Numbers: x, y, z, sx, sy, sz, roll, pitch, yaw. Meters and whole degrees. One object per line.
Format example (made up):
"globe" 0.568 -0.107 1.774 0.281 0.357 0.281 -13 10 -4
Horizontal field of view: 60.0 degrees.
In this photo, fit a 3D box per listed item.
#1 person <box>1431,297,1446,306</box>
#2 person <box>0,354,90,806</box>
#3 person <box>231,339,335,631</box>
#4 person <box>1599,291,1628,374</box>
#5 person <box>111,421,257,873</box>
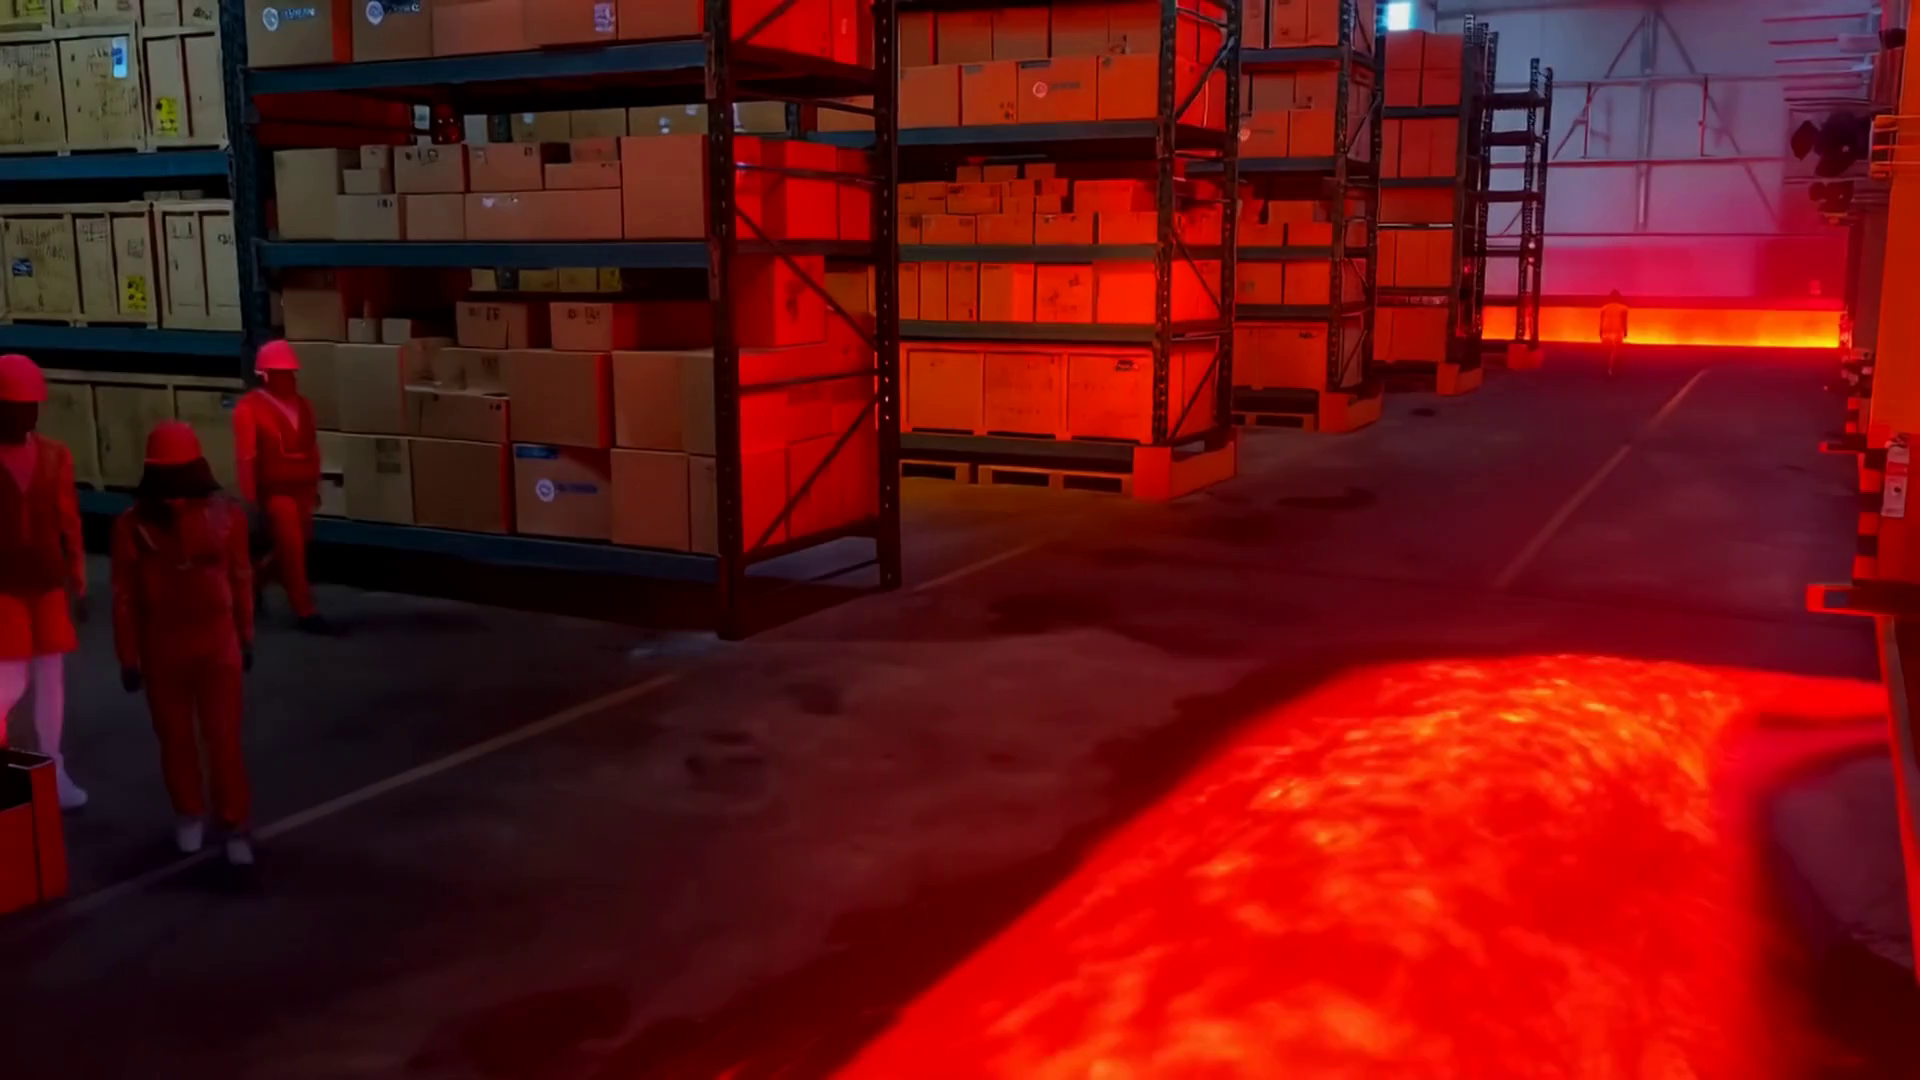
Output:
"person" 9.313 -4.253 32.665 0.626 1.921 0.545 3 10 19
"person" -3.947 0.182 6.972 0.466 1.918 0.563 6 12 31
"person" -4.263 -0.349 10.377 0.779 1.810 0.599 4 11 24
"person" 12.547 -3.989 31.996 0.513 1.610 0.705 7 12 36
"person" -2.906 0.412 6.269 0.496 1.702 0.812 -5 11 -27
